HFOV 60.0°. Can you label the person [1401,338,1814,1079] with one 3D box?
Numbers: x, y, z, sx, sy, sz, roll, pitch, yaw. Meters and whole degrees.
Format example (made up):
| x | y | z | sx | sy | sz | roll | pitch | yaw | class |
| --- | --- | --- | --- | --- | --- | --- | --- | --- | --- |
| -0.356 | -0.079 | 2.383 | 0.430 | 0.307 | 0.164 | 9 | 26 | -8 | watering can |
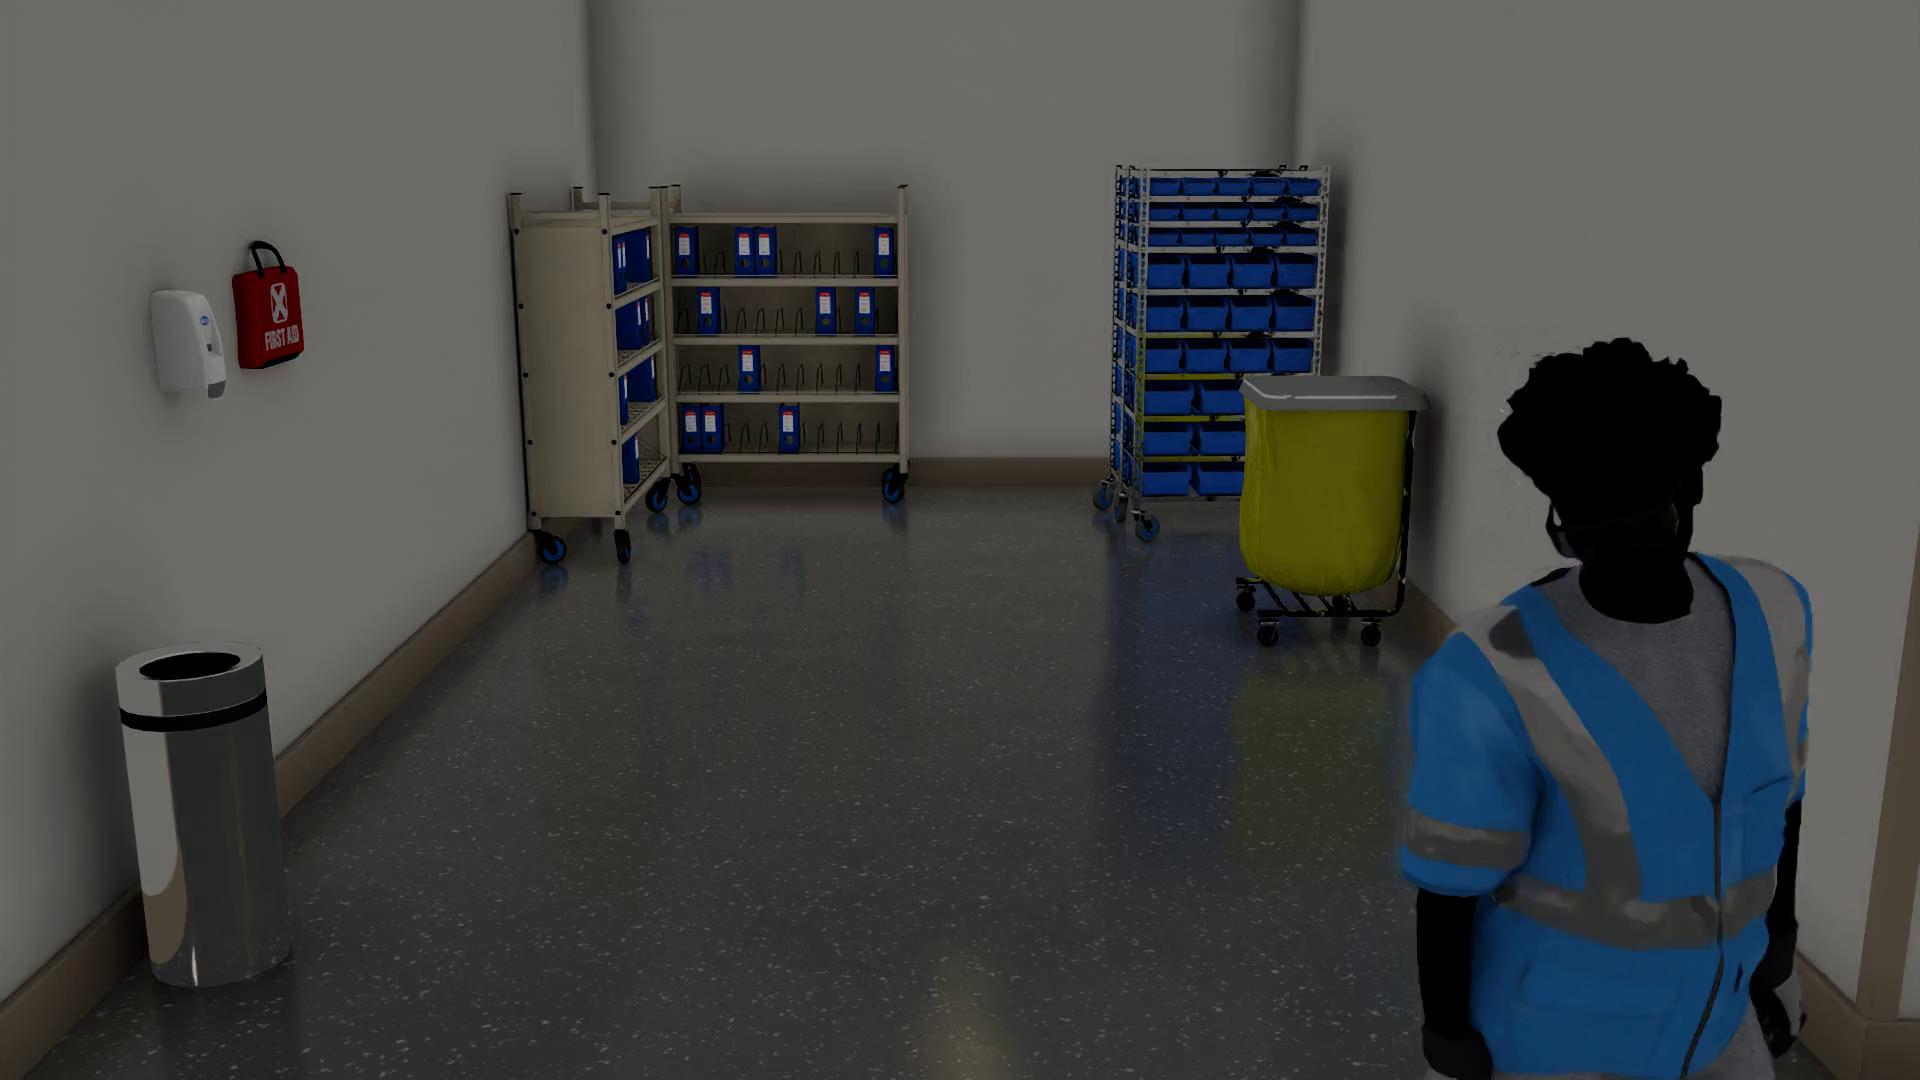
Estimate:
| x | y | z | sx | sy | sz | roll | pitch | yaw | class |
| --- | --- | --- | --- | --- | --- | --- | --- | --- | --- |
| 0.804 | 0.579 | 1.969 | 0.593 | 1.635 | 0.593 | -6 | 14 | -23 | person |
